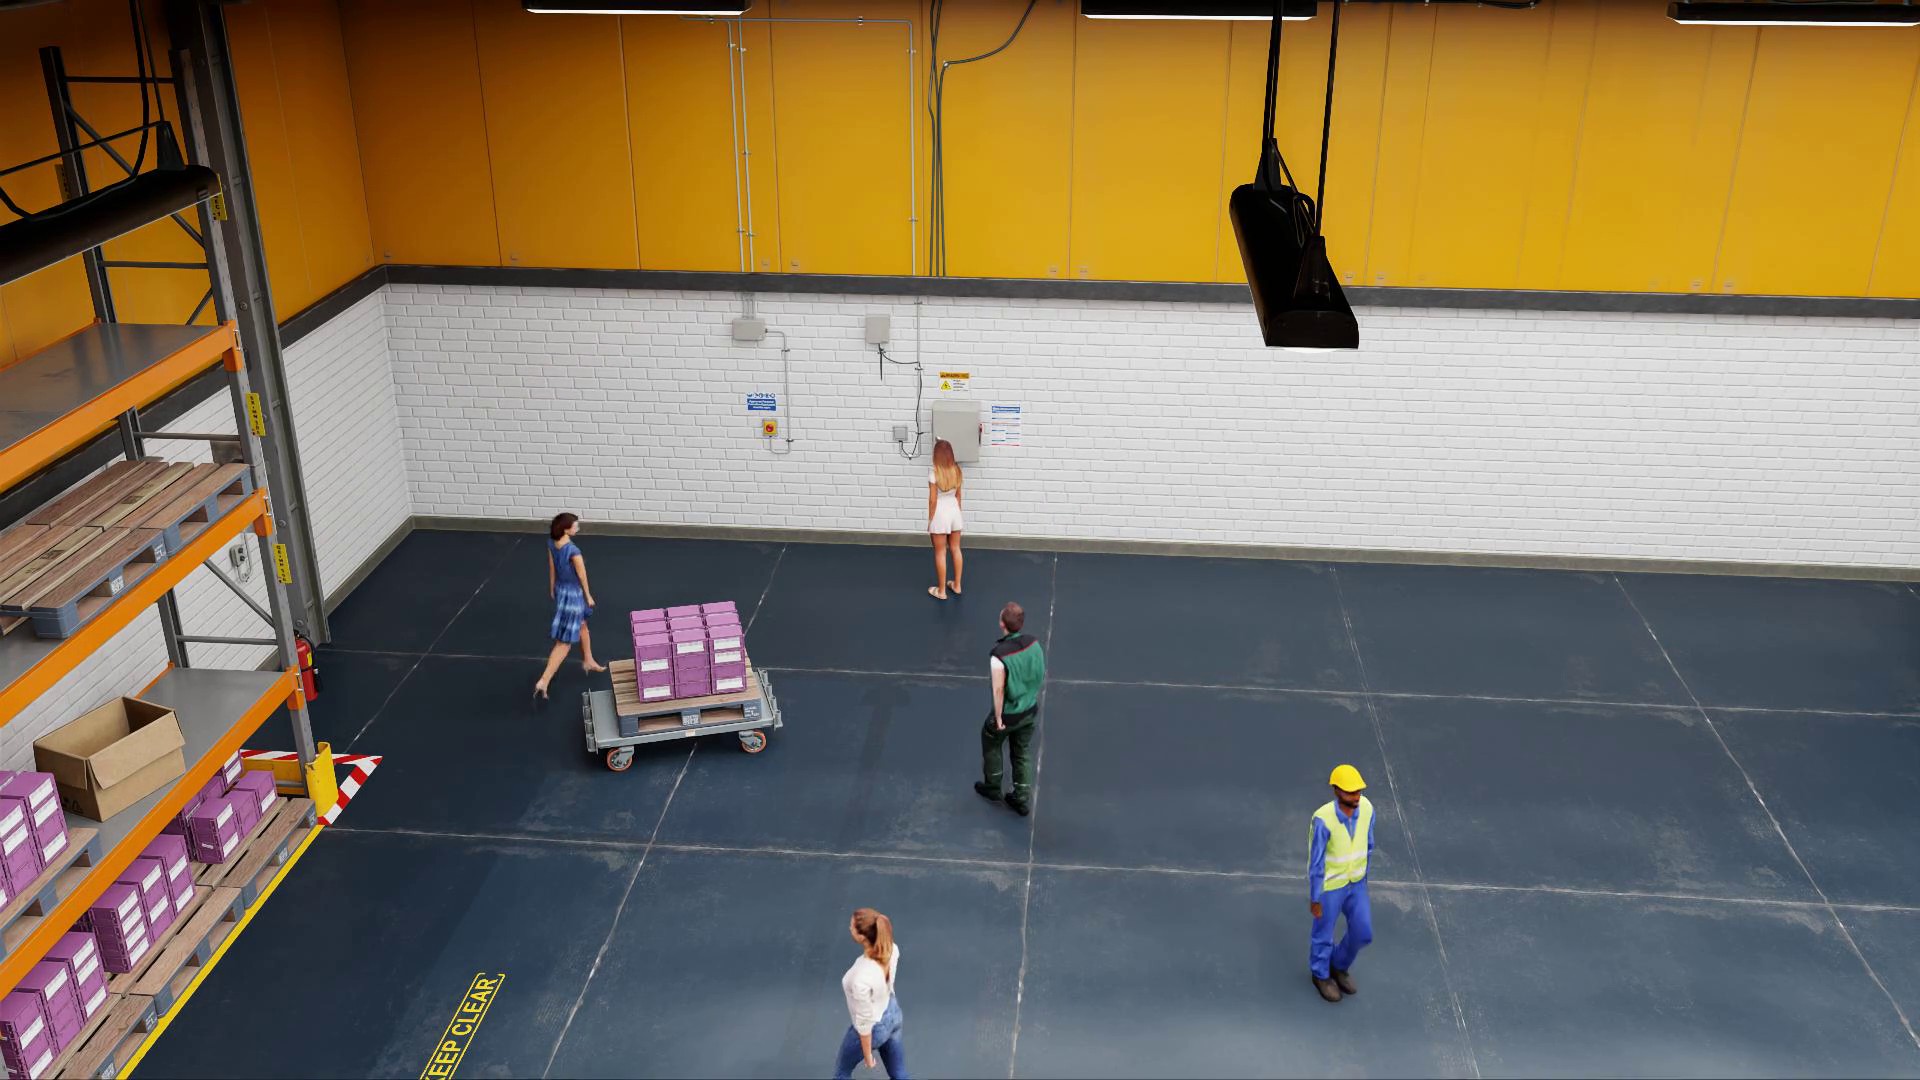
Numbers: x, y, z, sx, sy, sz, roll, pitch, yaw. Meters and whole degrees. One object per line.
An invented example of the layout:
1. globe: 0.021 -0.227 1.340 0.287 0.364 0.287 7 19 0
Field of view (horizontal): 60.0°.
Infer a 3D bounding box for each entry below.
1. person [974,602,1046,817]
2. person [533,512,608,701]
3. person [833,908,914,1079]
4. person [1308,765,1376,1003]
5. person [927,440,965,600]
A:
1. person: 0.466 1.367 13.197 0.867 1.824 0.938 -14 27 -30
2. person: -3.562 0.629 14.959 1.108 1.765 1.193 22 32 40
3. person: -0.420 2.928 9.819 1.021 1.670 1.168 14 27 28
4. person: 2.506 2.257 11.187 0.796 1.804 0.800 -9 25 -21
5. person: -0.149 -0.219 16.986 0.675 1.696 0.723 -15 28 -31
